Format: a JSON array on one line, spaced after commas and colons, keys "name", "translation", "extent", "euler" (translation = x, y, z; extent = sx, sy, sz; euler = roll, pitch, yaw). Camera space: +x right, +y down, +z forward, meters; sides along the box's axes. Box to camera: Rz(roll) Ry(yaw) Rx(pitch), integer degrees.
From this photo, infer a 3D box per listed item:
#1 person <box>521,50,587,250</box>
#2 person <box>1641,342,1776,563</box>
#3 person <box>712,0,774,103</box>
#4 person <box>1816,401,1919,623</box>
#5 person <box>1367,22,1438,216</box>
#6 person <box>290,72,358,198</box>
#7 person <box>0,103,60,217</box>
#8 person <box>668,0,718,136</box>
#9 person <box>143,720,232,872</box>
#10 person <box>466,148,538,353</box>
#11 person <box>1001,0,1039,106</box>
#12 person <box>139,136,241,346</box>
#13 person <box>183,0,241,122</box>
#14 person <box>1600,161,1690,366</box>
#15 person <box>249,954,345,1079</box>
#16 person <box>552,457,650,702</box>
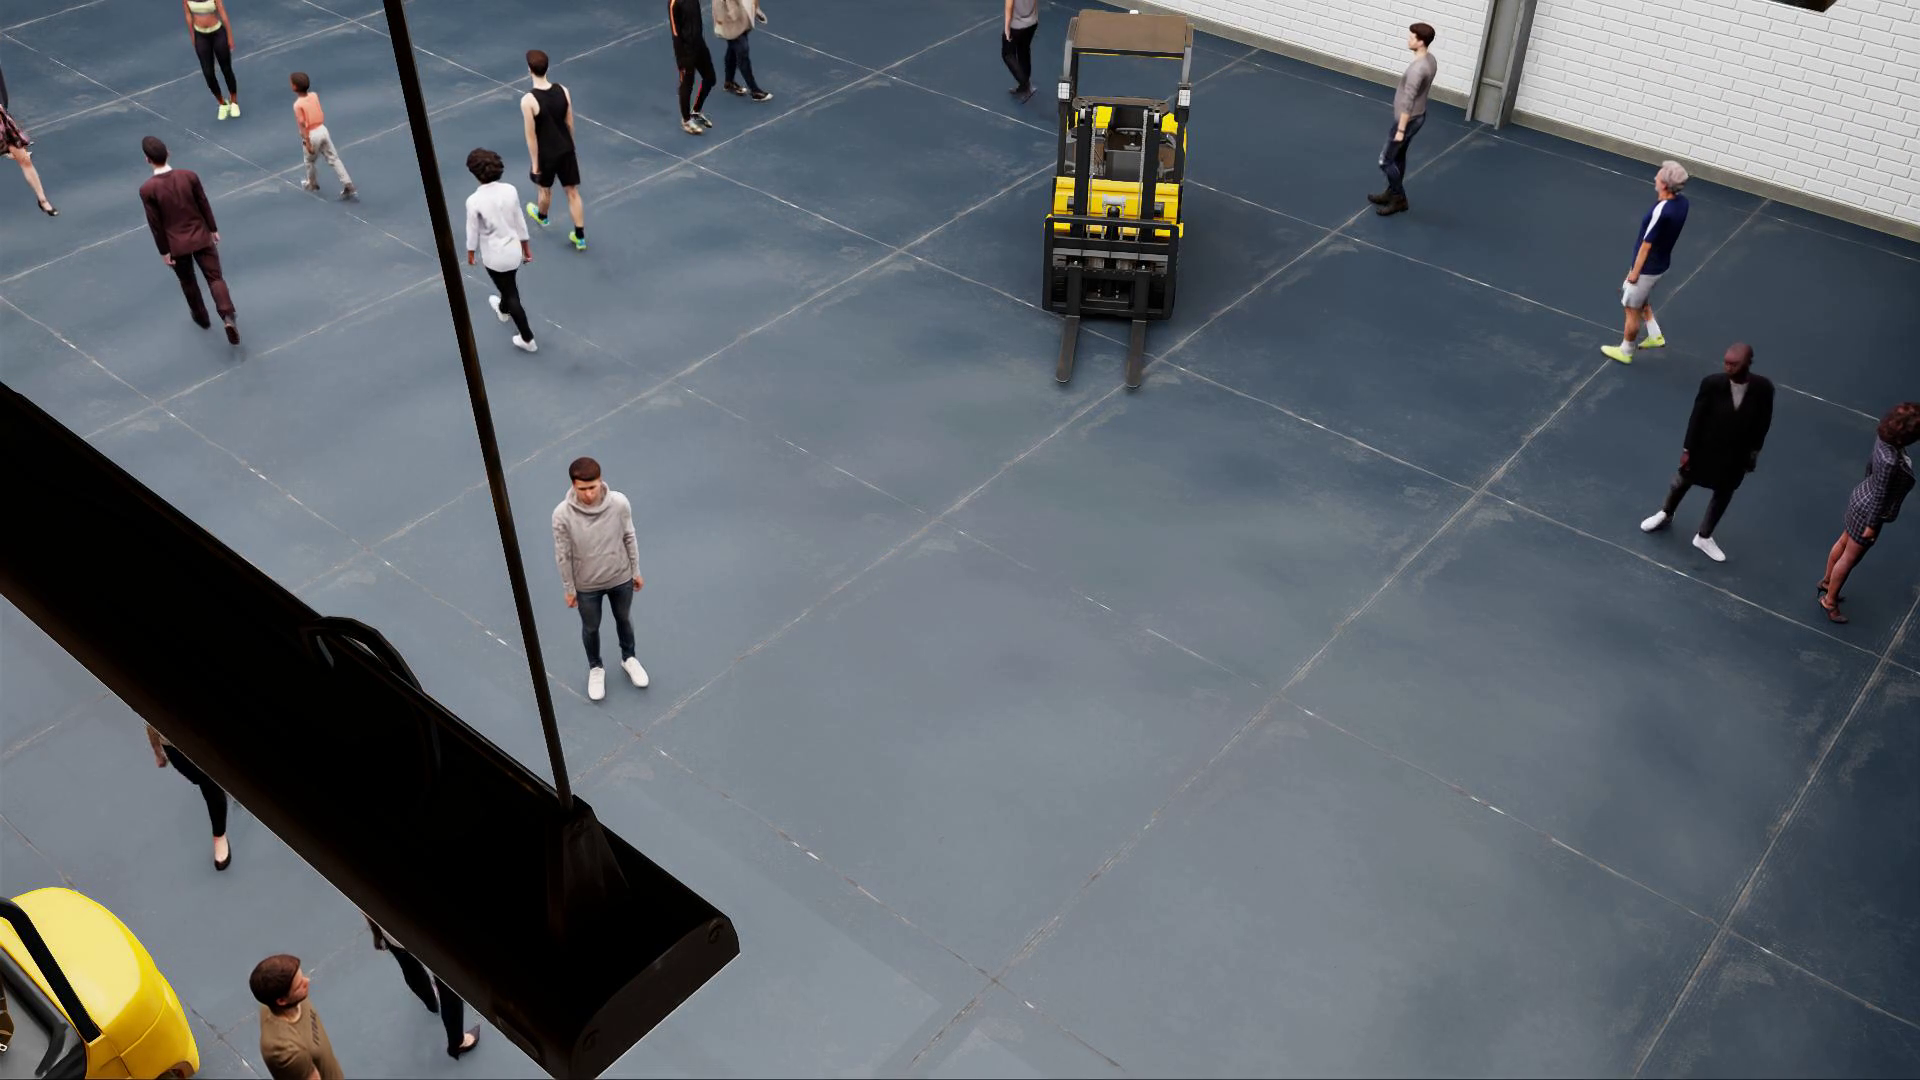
[{"name": "person", "translation": [-3.720, -3.564, 15.421], "extent": [0.842, 1.855, 1.150], "euler": [-26, 45, -29]}, {"name": "person", "translation": [5.465, -0.641, 11.850], "extent": [0.771, 1.743, 0.924], "euler": [3, 39, 4]}, {"name": "person", "translation": [-2.534, -5.749, 18.143], "extent": [1.055, 1.872, 0.875], "euler": [14, 41, 17]}, {"name": "person", "translation": [6.181, -0.196, 11.326], "extent": [0.661, 1.702, 0.684], "euler": [13, 40, 16]}, {"name": "person", "translation": [4.348, -4.019, 15.958], "extent": [0.770, 1.896, 0.780], "euler": [19, 42, 22]}, {"name": "person", "translation": [-6.289, -3.969, 16.376], "extent": [0.938, 1.296, 0.542], "euler": [22, 43, 25]}, {"name": "person", "translation": [-9.346, -3.914, 15.956], "extent": [1.247, 1.734, 0.921], "euler": [12, 40, 15]}, {"name": "person", "translation": [-2.911, -5.155, 17.462], "extent": [0.697, 1.794, 0.715], "euler": [21, 43, 24]}, {"name": "person", "translation": [-4.466, 1.103, 9.713], "extent": [0.971, 1.685, 1.102], "euler": [-7, 39, -9]}, {"name": "person", "translation": [-3.822, -2.397, 14.028], "extent": [1.067, 1.769, 0.689], "euler": [32, 48, 33]}, {"name": "person", "translation": [0.708, -5.558, 18.011], "extent": [0.709, 1.739, 0.886], "euler": [-27, 46, -30]}, {"name": "person", "translation": [-6.515, -2.509, 14.113], "extent": [0.903, 1.839, 1.209], "euler": [-23, 44, -26]}, {"name": "person", "translation": [-7.999, -5.398, 17.810], "extent": [0.725, 1.739, 0.779], "euler": [-9, 40, -11]}, {"name": "person", "translation": [5.797, -2.249, 13.797], "extent": [0.706, 1.826, 0.625], "euler": [27, 46, 30]}, {"name": "person", "translation": [-3.008, 2.567, 7.748], "extent": [0.793, 1.850, 0.670], "euler": [-13, 40, -16]}, {"name": "person", "translation": [-2.298, 0.217, 10.689], "extent": [0.758, 1.852, 0.752], "euler": [-15, 41, -17]}]
